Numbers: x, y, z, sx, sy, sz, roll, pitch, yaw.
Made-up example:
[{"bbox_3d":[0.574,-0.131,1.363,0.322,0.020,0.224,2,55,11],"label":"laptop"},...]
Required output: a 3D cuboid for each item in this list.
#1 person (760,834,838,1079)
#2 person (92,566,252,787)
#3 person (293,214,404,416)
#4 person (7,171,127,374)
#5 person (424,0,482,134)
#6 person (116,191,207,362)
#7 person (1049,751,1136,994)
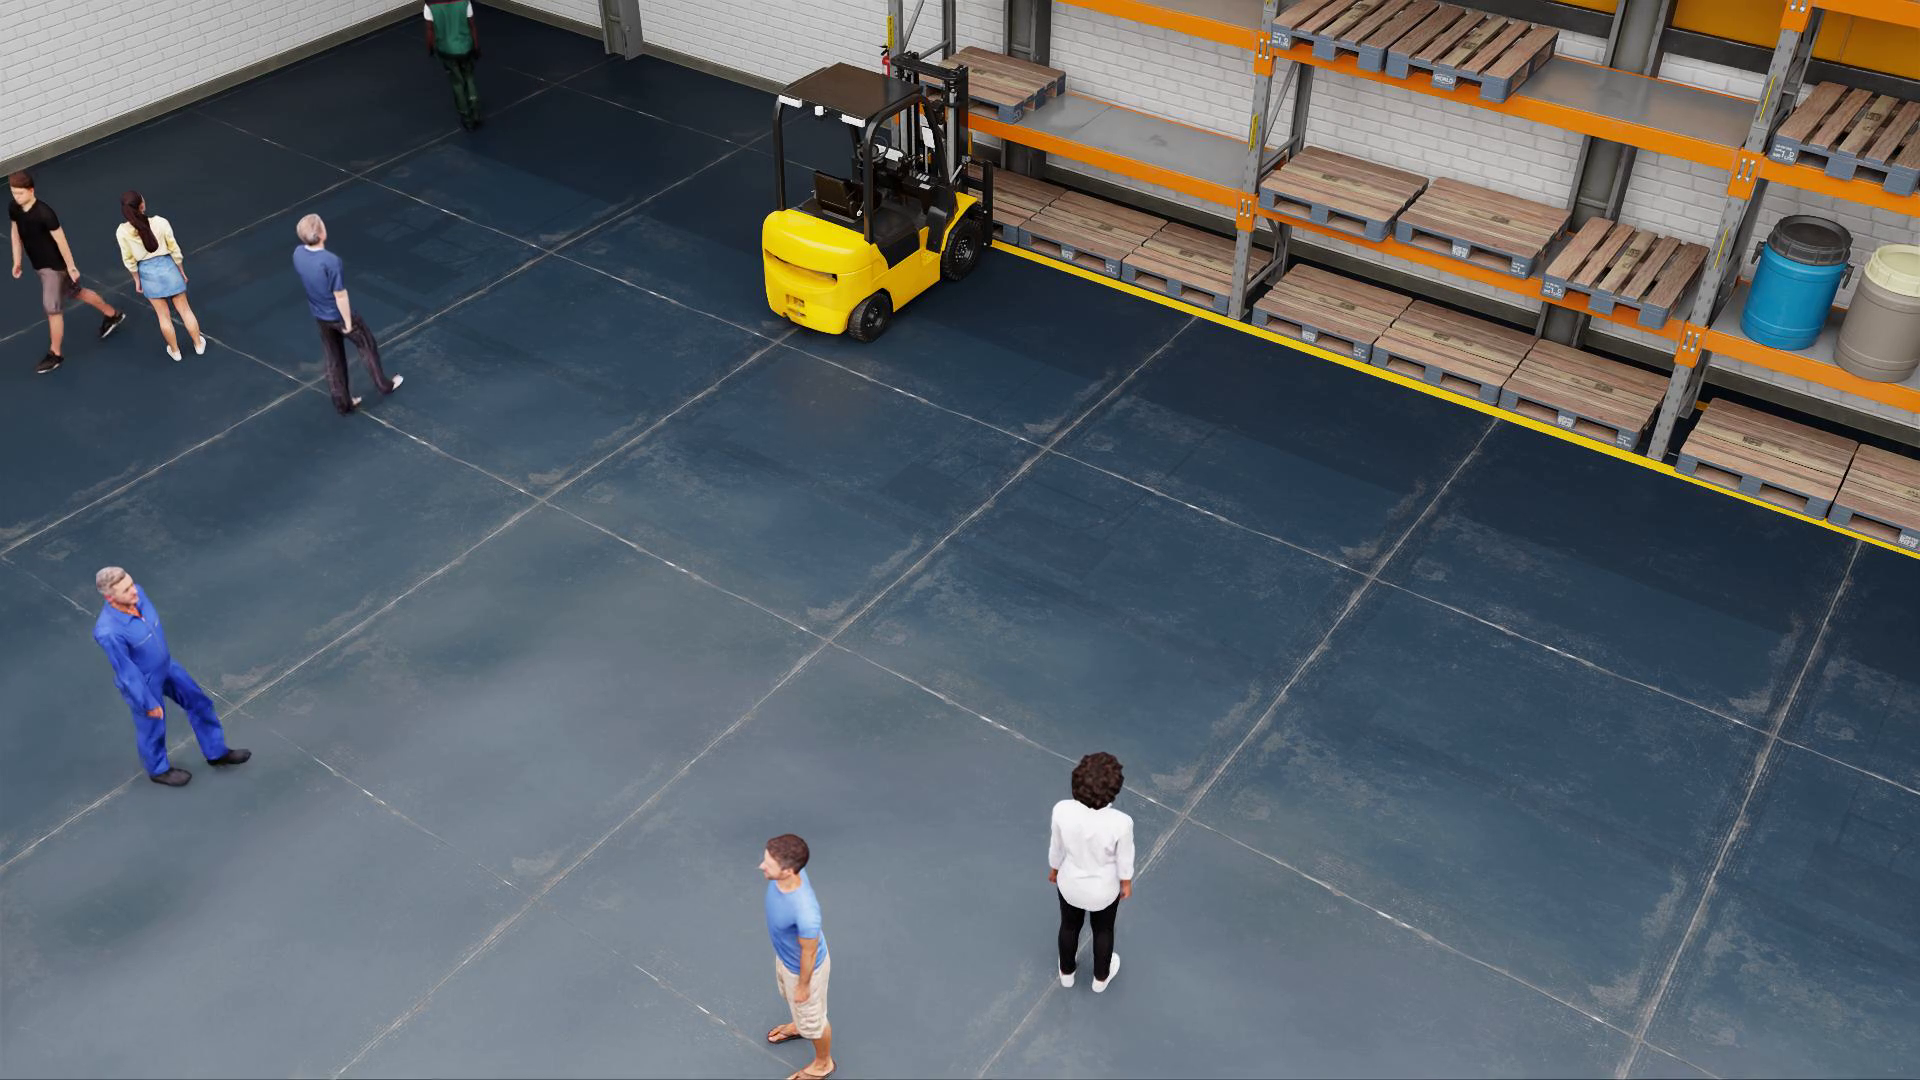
[{"bbox_3d":[-0.866,2.232,8.977,0.803,1.863,0.695,-15,41,-17],"label":"person"},{"bbox_3d":[-5.309,0.885,10.710,1.057,1.805,0.979,2,39,3],"label":"person"},{"bbox_3d":[-5.372,-1.874,14.126,0.902,1.853,0.867,13,40,16],"label":"person"},{"bbox_3d":[-8.083,-2.513,14.951,1.183,1.822,0.771,22,43,25],"label":"person"},{"bbox_3d":[-5.619,-5.436,18.612,0.838,1.821,0.853,-18,42,-22],"label":"person"},{"bbox_3d":[-7.188,-2.373,14.929,0.711,1.631,0.696,-19,42,-22],"label":"person"},{"bbox_3d":[0.735,1.903,9.433,0.601,1.808,0.761,9,40,11],"label":"person"}]
